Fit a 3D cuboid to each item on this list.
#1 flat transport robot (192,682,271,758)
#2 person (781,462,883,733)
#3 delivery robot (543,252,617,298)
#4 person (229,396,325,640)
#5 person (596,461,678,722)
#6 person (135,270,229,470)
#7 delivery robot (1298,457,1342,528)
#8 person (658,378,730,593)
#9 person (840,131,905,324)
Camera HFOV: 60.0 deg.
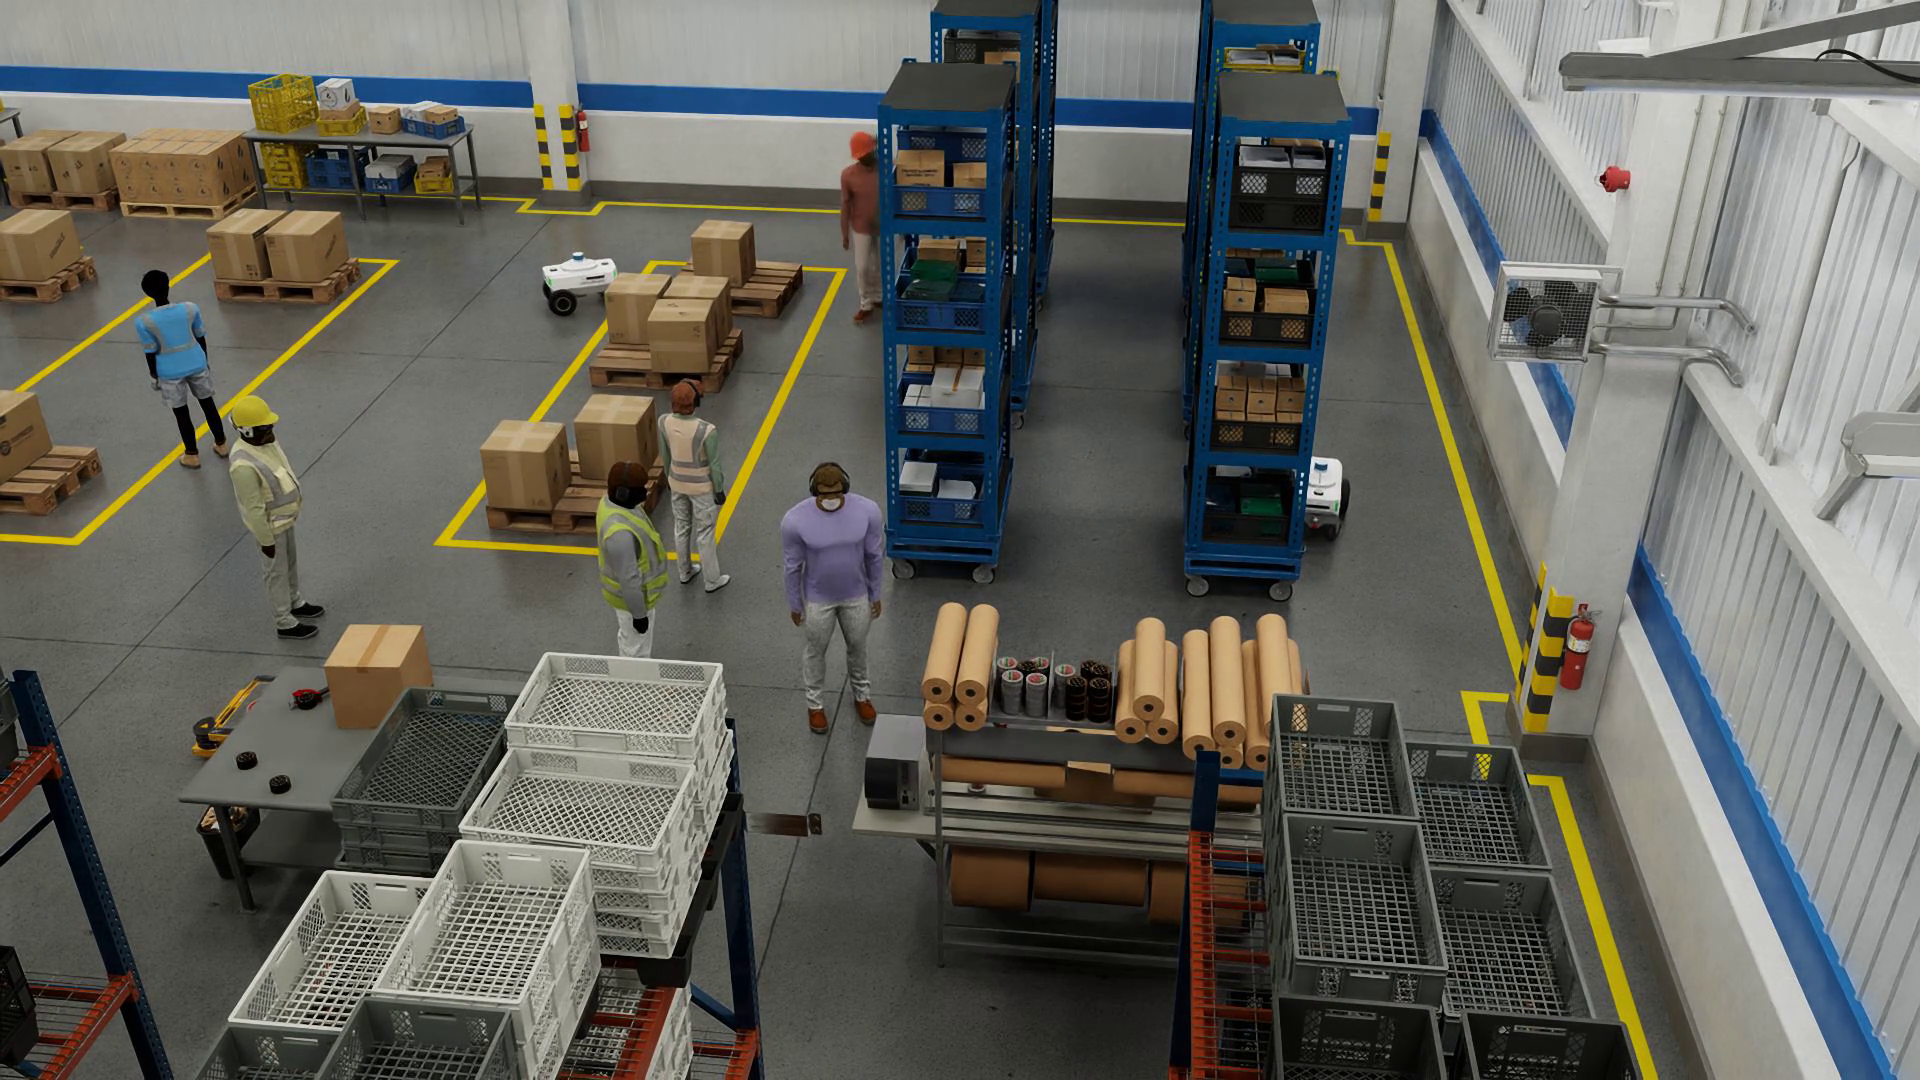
[{"bbox_3d":[-4.089,1.163,10.648,1.431,0.197,0.652,3,30,6],"label":"flat transport robot"},{"bbox_3d":[-0.784,0.348,10.421,0.624,1.931,0.375,-7,31,-13],"label":"person"},{"bbox_3d":[-3.846,-2.676,16.872,0.707,0.478,0.477,-10,32,-17],"label":"delivery robot"},{"bbox_3d":[-4.696,-0.159,11.390,0.403,1.826,0.595,-3,30,-5],"label":"person"},{"bbox_3d":[-2.045,0.335,10.528,0.429,1.838,0.621,-7,31,-13],"label":"person"},{"bbox_3d":[-6.390,-1.399,13.638,0.322,1.698,0.533,26,39,37],"label":"person"},{"bbox_3d":[2.794,-0.398,12.959,0.477,0.478,0.707,6,31,11],"label":"delivery robot"},{"bbox_3d":[-1.918,-0.385,11.965,0.514,1.634,0.313,16,34,25],"label":"person"},{"bbox_3d":[-0.855,-3.087,16.301,0.656,1.947,0.563,-7,31,-11],"label":"person"}]
